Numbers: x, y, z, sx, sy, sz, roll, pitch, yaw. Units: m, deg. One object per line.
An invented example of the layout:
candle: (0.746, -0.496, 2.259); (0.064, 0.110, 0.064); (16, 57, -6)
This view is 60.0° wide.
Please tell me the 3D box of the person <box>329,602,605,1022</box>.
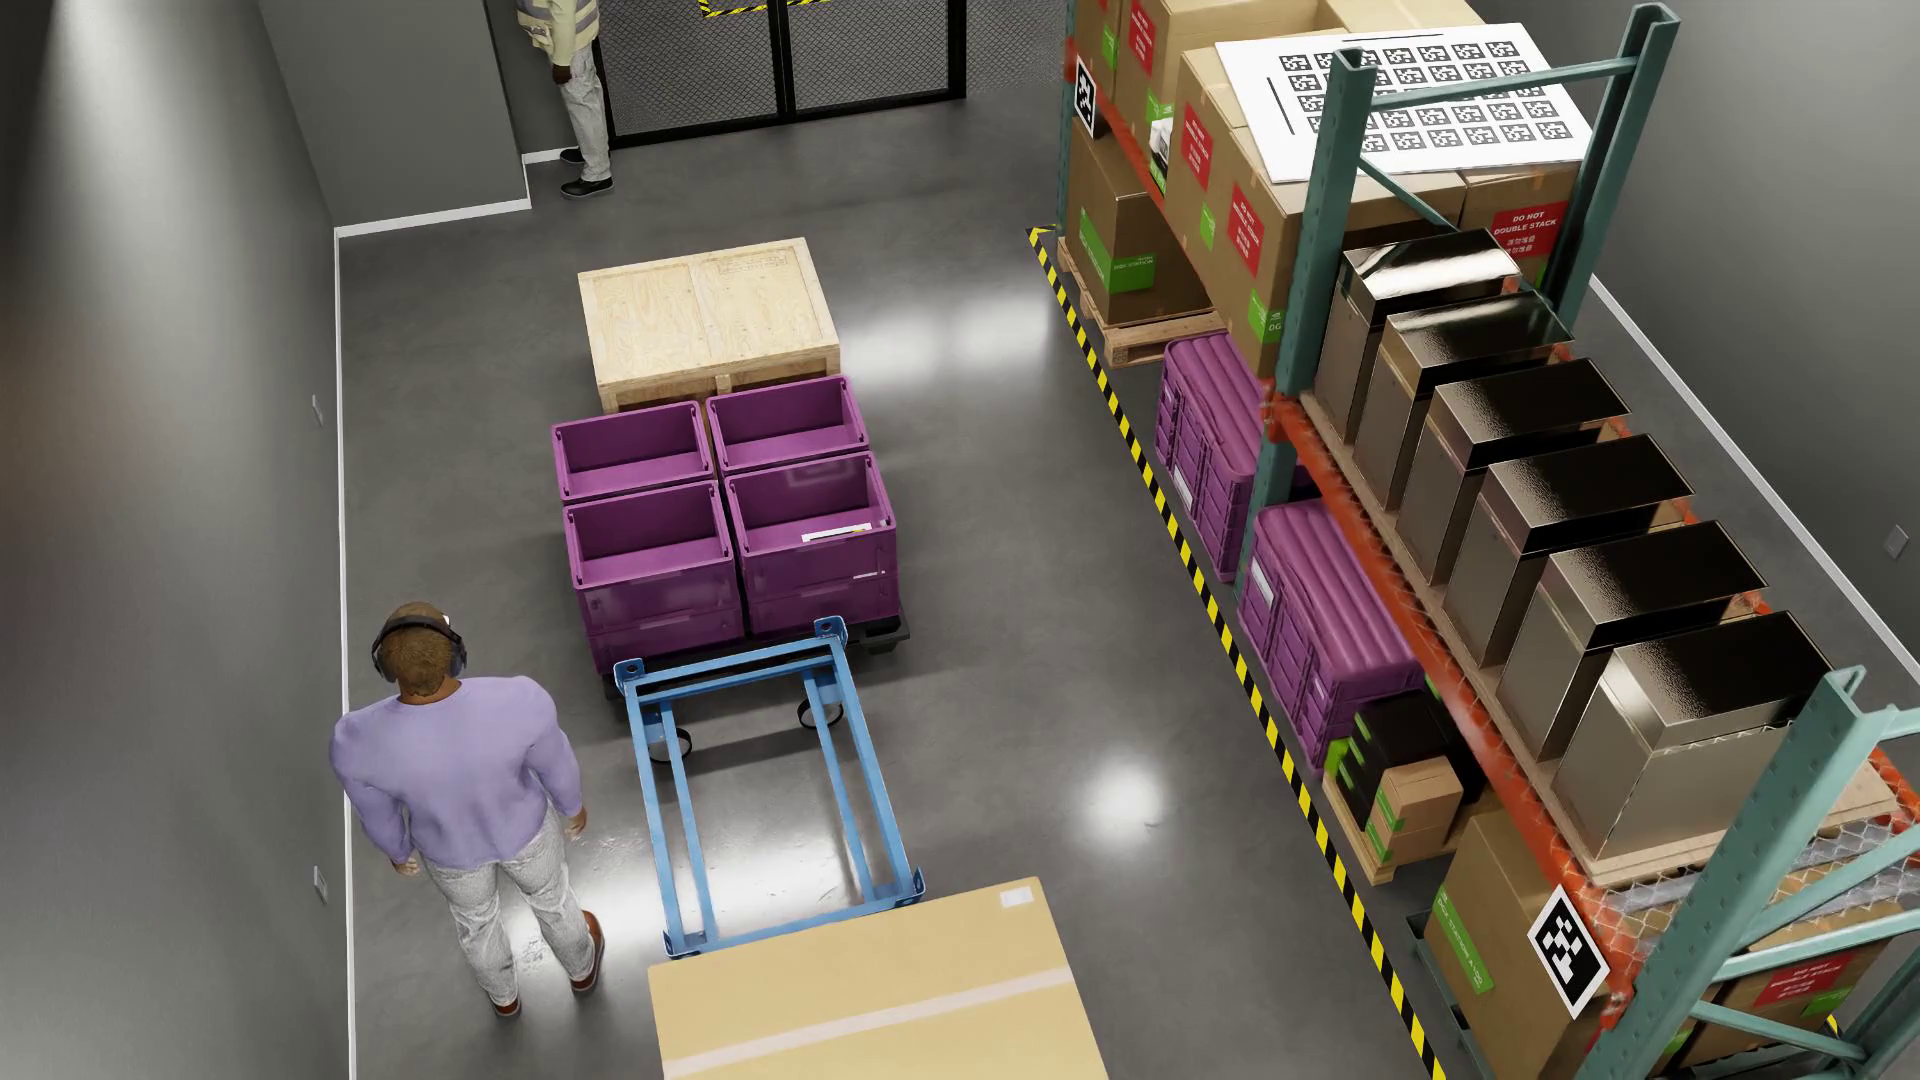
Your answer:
person: (-1.456, 0.868, 5.089); (0.635, 1.939, 0.362); (-13, 49, -12)

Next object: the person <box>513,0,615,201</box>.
person: (-1.994, -2.567, 8.315); (0.404, 1.832, 0.595); (-6, 48, -5)
